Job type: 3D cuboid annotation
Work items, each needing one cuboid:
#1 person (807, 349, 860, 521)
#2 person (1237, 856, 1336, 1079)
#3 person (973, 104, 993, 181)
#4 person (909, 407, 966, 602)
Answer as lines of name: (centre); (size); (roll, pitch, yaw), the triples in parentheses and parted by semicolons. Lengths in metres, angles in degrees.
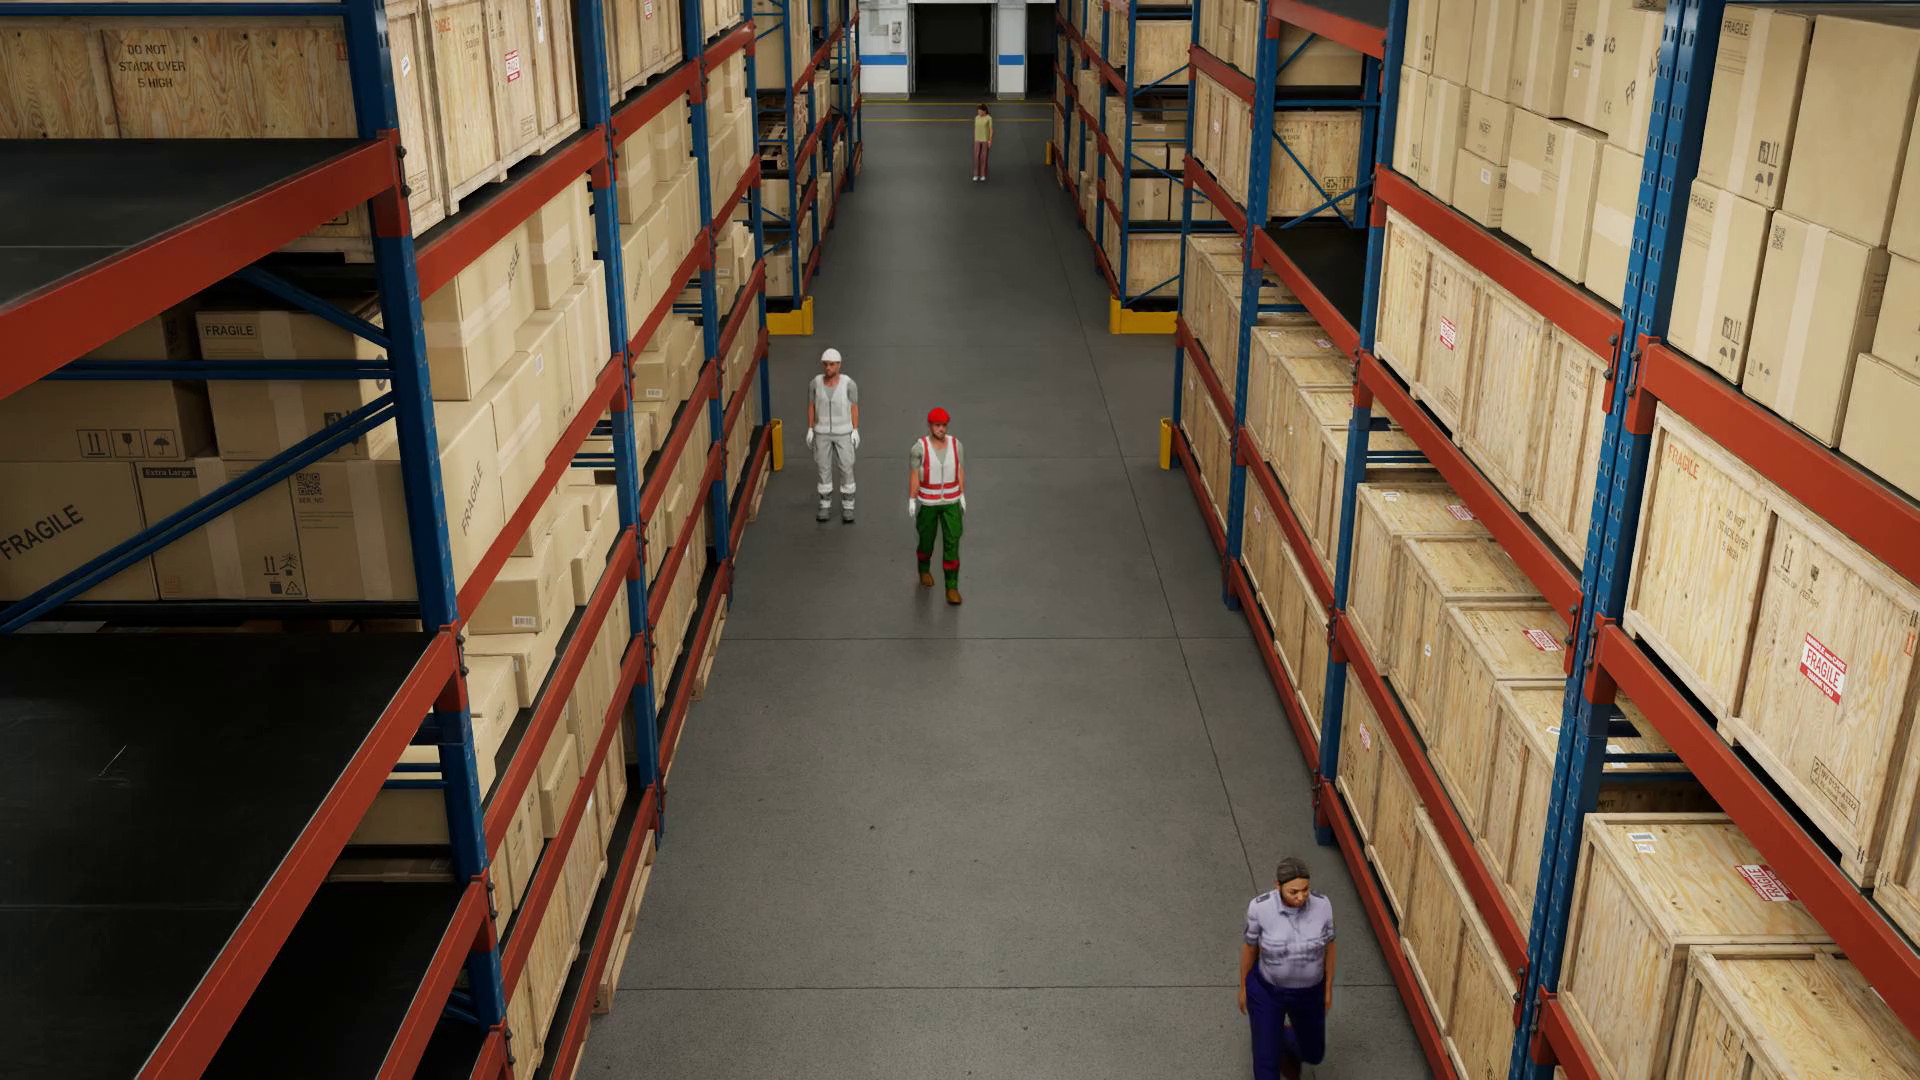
person: (-1.320, -1.090, 17.226); (0.552, 1.796, 0.406); (1, 22, 3)
person: (1.707, 2.348, 8.711); (0.492, 1.637, 0.767); (-1, 22, -2)
person: (0.489, -8.881, 37.125); (0.469, 1.670, 0.483); (6, 22, 15)
person: (-0.197, -0.346, 15.360); (0.551, 1.791, 0.792); (-5, 22, -12)
